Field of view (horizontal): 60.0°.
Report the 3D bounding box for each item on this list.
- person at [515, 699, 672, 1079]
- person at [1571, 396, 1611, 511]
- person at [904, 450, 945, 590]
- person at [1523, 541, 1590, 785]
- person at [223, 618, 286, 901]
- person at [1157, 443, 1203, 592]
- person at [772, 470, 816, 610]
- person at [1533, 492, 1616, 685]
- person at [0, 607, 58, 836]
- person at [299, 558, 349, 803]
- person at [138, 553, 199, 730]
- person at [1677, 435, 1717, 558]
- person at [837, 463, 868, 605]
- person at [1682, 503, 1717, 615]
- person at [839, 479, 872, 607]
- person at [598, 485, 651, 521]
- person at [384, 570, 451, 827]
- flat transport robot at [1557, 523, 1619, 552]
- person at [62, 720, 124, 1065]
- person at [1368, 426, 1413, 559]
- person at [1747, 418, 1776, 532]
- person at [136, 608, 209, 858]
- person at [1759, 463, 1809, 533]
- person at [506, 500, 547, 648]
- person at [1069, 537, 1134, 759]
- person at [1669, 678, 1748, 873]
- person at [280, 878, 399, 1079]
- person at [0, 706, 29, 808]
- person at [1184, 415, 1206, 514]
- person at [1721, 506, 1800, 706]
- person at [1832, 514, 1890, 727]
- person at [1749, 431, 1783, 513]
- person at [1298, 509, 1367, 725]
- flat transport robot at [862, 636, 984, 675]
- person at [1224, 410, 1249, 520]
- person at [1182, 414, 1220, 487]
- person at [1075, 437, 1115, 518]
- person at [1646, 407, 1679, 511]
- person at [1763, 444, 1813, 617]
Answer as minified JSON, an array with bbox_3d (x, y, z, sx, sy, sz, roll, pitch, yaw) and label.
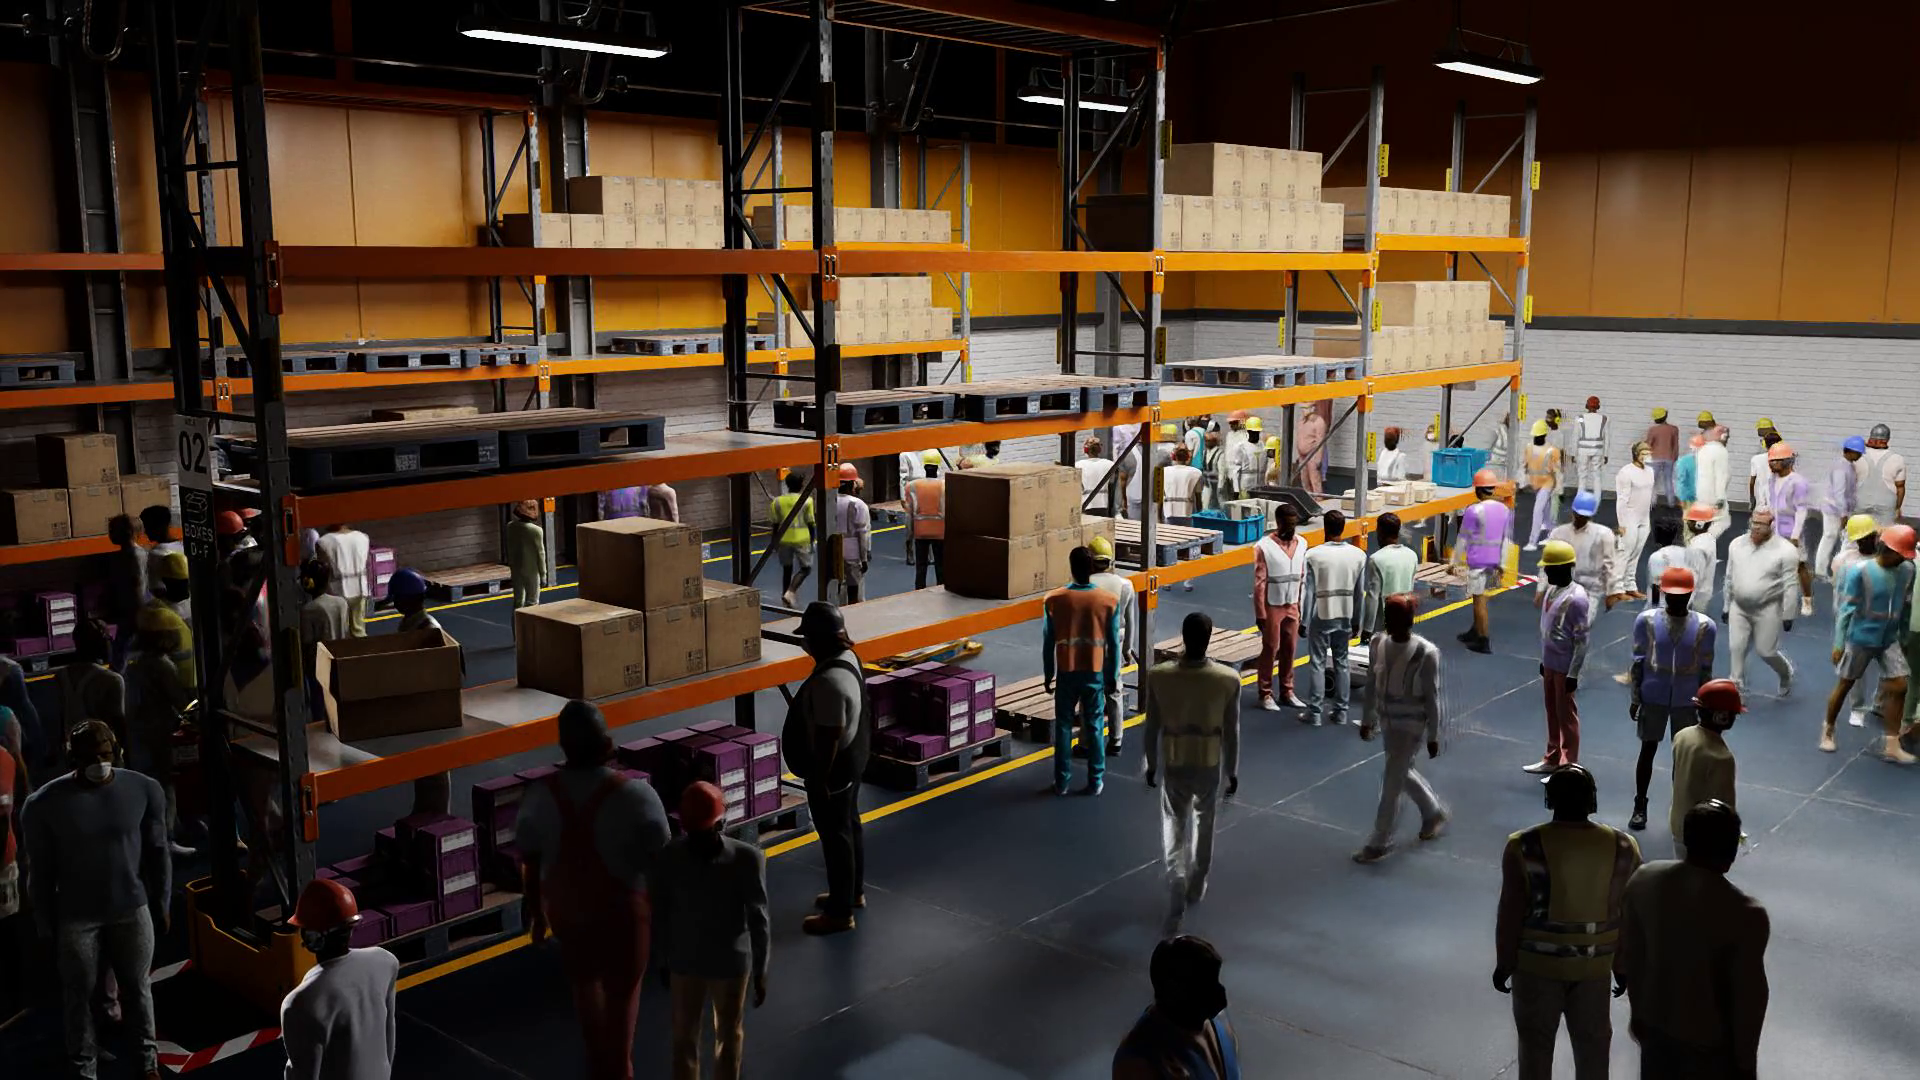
[{"bbox_3d":[-1.685,1.729,7.964,0.758,2.000,0.574,1,10,8],"label":"person"},{"bbox_3d":[10.312,-1.415,27.200,0.584,1.882,0.337,2,10,12],"label":"person"},{"bbox_3d":[-0.335,-0.075,19.071,0.594,1.924,0.382,1,10,6],"label":"person"},{"bbox_3d":[4.660,0.952,12.962,0.382,1.916,0.594,0,10,-3],"label":"person"},{"bbox_3d":[-4.598,1.378,10.892,0.569,1.824,0.870,2,10,13],"label":"person"},{"bbox_3d":[2.701,-0.267,20.490,0.562,1.838,0.388,2,10,12],"label":"person"},{"bbox_3d":[-1.934,0.024,19.198,0.558,1.679,0.545,3,10,19],"label":"person"},{"bbox_3d":[5.765,0.501,15.624,0.656,1.917,0.724,9,13,44],"label":"person"},{"bbox_3d":[-6.217,1.357,10.723,0.587,1.873,1.002,6,11,33],"label":"person"},{"bbox_3d":[-4.794,1.054,12.536,0.326,1.863,0.510,3,10,20],"label":"person"},{"bbox_3d":[-5.803,1.045,12.381,0.379,1.928,0.585,2,10,14],"label":"person"},{"bbox_3d":[10.120,-0.589,22.786,0.585,1.703,0.736,1,10,5],"label":"person"},{"bbox_3d":[-1.218,0.143,17.737,0.553,1.935,0.364,5,11,26],"label":"person"},{"bbox_3d":[7.118,0.506,16.110,0.321,1.754,0.563,6,11,31],"label":"person"},{"bbox_3d":[-1.206,0.113,18.802,0.513,1.642,0.311,7,12,37],"label":"person"},{"bbox_3d":[-3.941,-0.147,19.520,0.624,1.911,0.549,-1,10,-7],"label":"person"},{"bbox_3d":[-3.807,1.155,11.693,0.402,1.938,0.604,-7,12,-36],"label":"person"},{"bbox_3d":[8.976,-0.038,23.788,0.652,0.197,1.431,2,10,11],"label":"flat transport robot"},{"bbox_3d":[-4.395,1.779,8.505,0.336,1.763,0.523,1,10,4],"label":"person"},{"bbox_3d":[5.878,-0.624,22.536,0.573,1.865,0.615,-3,10,-15],"label":"person"},{"bbox_3d":[12.067,-0.971,25.000,0.321,1.737,0.483,7,12,37],"label":"person"},{"bbox_3d":[-5.351,1.310,11.409,0.491,1.728,0.511,-8,12,-39],"label":"person"},{"bbox_3d":[9.734,-0.105,19.763,0.330,1.750,0.572,-7,12,-36],"label":"person"},{"bbox_3d":[-4.532,0.350,17.442,0.504,1.622,0.298,5,11,28],"label":"person"},{"bbox_3d":[1.131,0.882,13.638,0.600,1.830,0.404,-3,10,-16],"label":"person"},{"bbox_3d":[4.225,1.635,9.418,0.349,1.743,0.563,0,10,-2],"label":"person"},{"bbox_3d":[-2.379,2.140,6.364,0.330,1.751,0.563,3,10,19],"label":"person"},{"bbox_3d":[-5.724,1.576,9.623,0.588,1.797,0.954,-4,10,-22],"label":"person"},{"bbox_3d":[3.548,-1.068,25.242,0.339,1.846,0.514,8,12,38],"label":"person"},{"bbox_3d":[7.298,0.606,15.133,0.711,1.890,0.651,-7,12,-38],"label":"person"},{"bbox_3d":[7.952,0.709,14.552,0.695,1.880,0.389,1,10,5],"label":"person"},{"bbox_3d":[10.582,-0.492,21.744,0.328,1.869,0.513,-9,13,-41],"label":"person"},{"bbox_3d":[3.268,0.686,14.604,0.598,1.907,0.408,-3,10,-16],"label":"person"},{"bbox_3d":[-0.413,1.131,16.805,0.652,0.197,1.431,6,11,33],"label":"flat transport robot"},{"bbox_3d":[3.978,-0.928,24.006,0.424,1.979,0.627,-3,10,-17],"label":"person"},{"bbox_3d":[3.694,-1.192,25.461,0.611,2.028,0.409,5,11,28],"label":"person"},{"bbox_3d":[1.700,-0.395,21.224,0.566,1.847,0.389,-2,10,-15],"label":"person"},{"bbox_3d":[11.464,-1.321,27.119,0.586,1.725,0.511,0,10,-1],"label":"person"},{"bbox_3d":[9.549,-0.111,19.132,0.735,2.002,0.627,-2,10,-13],"label":"person"}]
